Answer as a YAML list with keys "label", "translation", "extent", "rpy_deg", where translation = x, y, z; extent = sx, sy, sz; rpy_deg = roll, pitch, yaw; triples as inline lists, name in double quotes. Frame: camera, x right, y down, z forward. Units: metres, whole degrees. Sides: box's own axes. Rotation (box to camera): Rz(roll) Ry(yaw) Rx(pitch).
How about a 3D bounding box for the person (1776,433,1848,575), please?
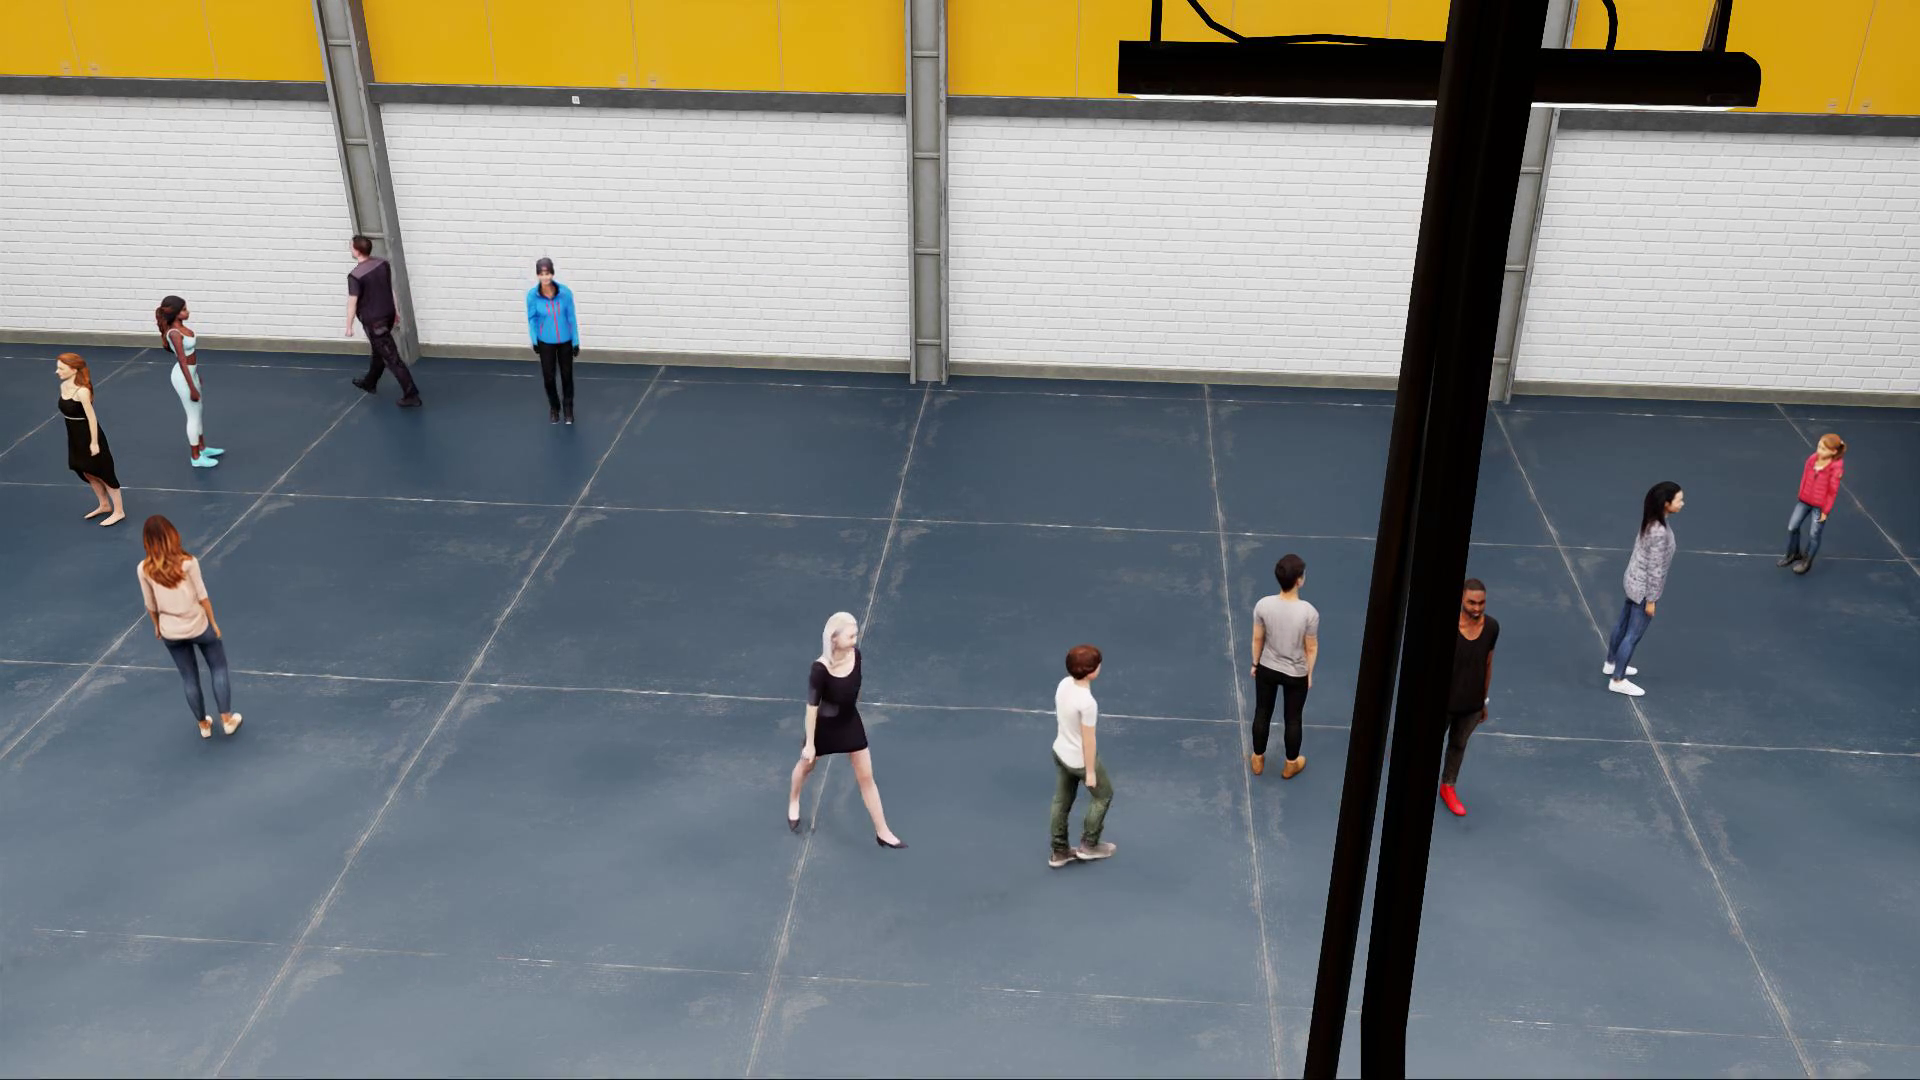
- label: "person"
  translation: [7.347, -0.318, 14.193]
  extent: [0.646, 1.308, 0.600]
  rpy_deg: [-16, 32, -27]

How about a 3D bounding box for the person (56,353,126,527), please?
- label: "person"
  translation: [-7.846, -0.920, 14.967]
  extent: [0.657, 1.625, 0.741]
  rpy_deg: [19, 34, 31]

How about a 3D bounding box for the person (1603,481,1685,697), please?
- label: "person"
  translation: [5.158, 0.333, 12.559]
  extent: [0.542, 1.731, 0.635]
  rpy_deg: [5, 29, 9]

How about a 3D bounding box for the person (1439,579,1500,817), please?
- label: "person"
  translation: [3.325, 1.050, 11.168]
  extent: [0.544, 1.804, 0.754]
  rpy_deg: [-4, 29, -7]

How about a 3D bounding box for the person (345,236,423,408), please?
- label: "person"
  translation: [-5.927, -2.213, 17.161]
  extent: [1.291, 1.794, 0.950]
  rpy_deg: [10, 30, 17]

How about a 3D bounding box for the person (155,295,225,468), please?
- label: "person"
  translation: [-7.429, -1.534, 15.990]
  extent: [0.648, 1.723, 0.643]
  rpy_deg: [-9, 30, -15]

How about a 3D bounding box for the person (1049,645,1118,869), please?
- label: "person"
  translation: [0.685, 1.418, 10.657]
  extent: [0.834, 1.647, 0.767]
  rpy_deg: [-15, 32, -25]

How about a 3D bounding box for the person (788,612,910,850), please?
- label: "person"
  translation: [-0.879, 1.226, 10.881]
  extent: [1.173, 1.771, 1.276]
  rpy_deg: [-22, 35, -34]

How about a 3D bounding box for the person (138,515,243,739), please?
- label: "person"
  translation: [-5.542, 0.649, 11.921]
  extent: [0.549, 1.787, 0.725]
  rpy_deg: [-4, 29, -8]

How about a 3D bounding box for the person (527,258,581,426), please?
- label: "person"
  translation: [-4.088, -2.034, 16.838]
  extent: [0.666, 1.789, 0.772]
  rpy_deg: [-7, 29, -13]

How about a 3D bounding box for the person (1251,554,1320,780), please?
- label: "person"
  translation: [2.240, 0.886, 11.559]
  extent: [0.576, 1.717, 0.725]
  rpy_deg: [12, 31, 20]
